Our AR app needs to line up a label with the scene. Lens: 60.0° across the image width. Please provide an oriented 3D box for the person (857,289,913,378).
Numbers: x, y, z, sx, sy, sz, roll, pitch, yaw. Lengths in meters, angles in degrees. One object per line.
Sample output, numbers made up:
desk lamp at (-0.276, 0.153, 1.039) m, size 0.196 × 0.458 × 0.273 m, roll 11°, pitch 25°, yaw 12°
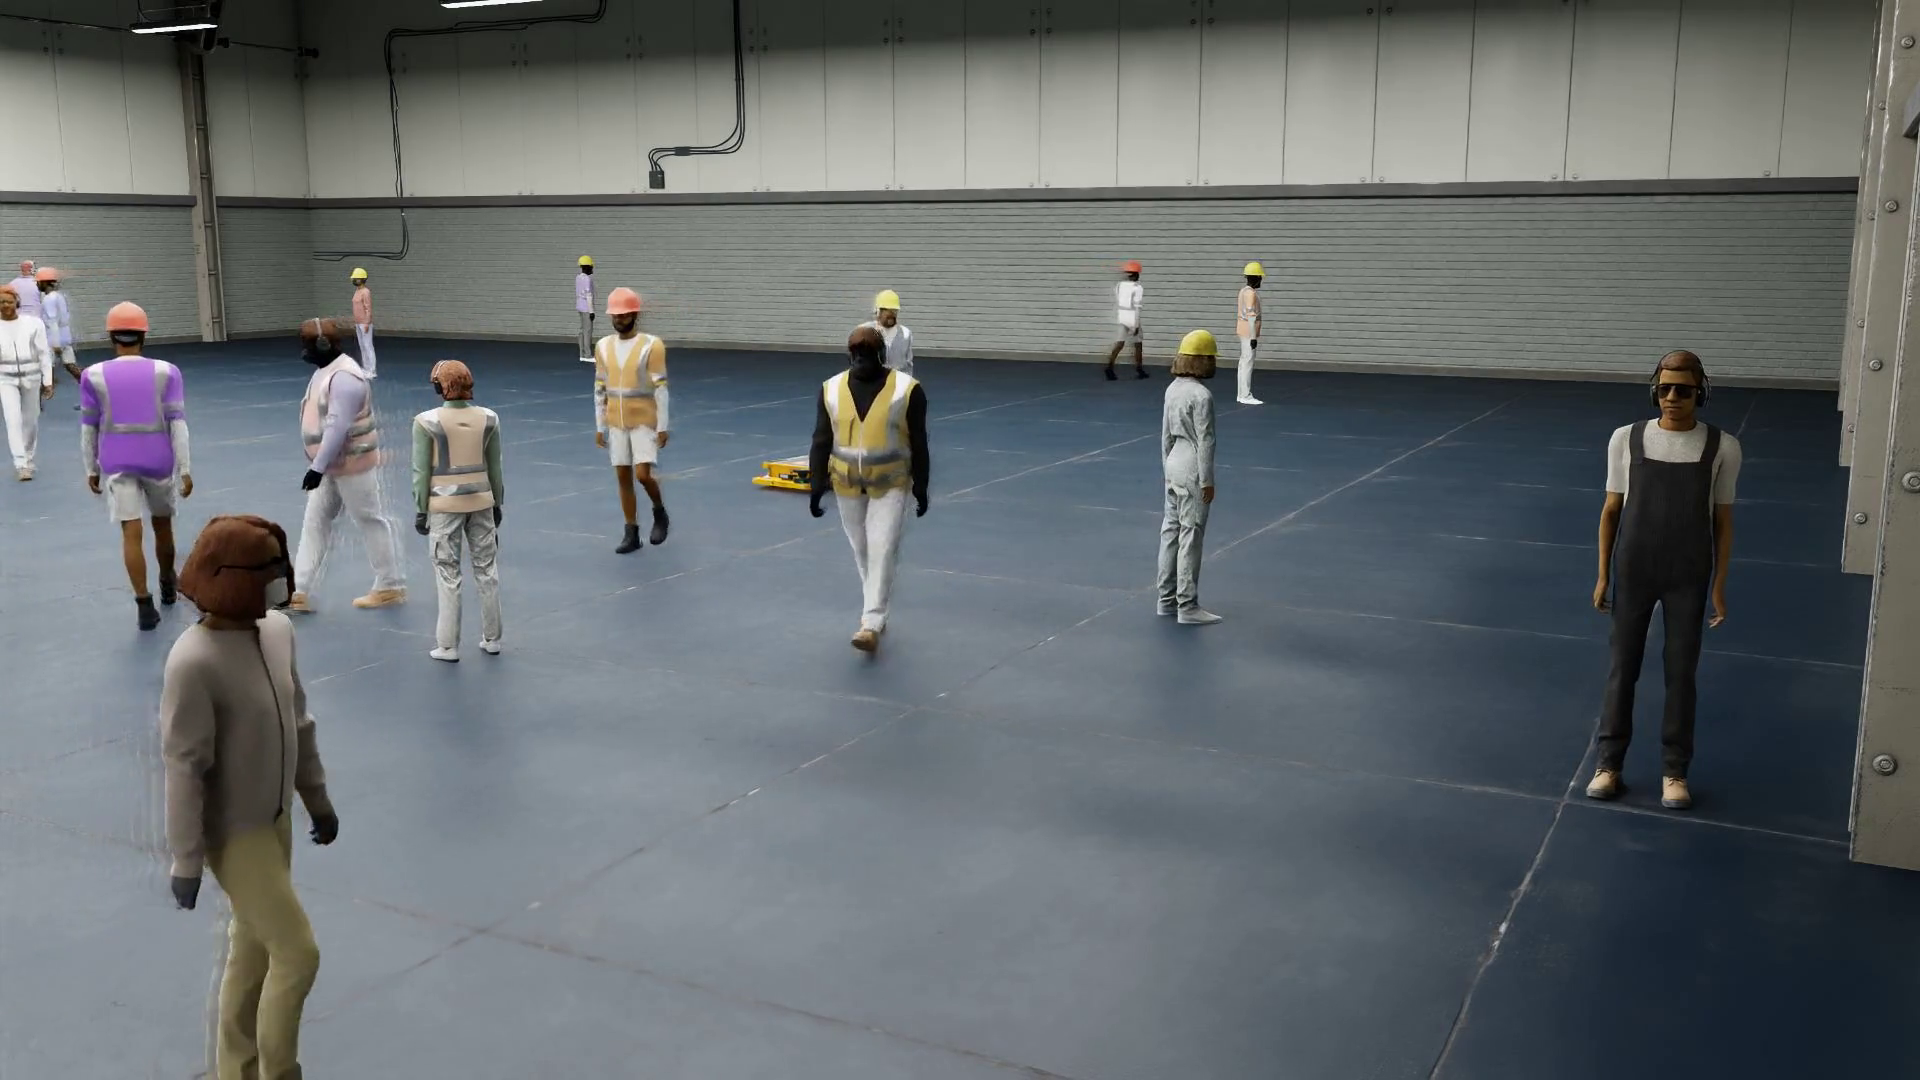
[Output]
person at (-0.723, -1.439, 15.550) m, size 0.592 × 1.804 × 0.808 m, roll -3°, pitch 11°, yaw -17°

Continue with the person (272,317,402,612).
person at (-3.858, -0.435, 10.068) m, size 0.908 × 1.792 × 0.614 m, roll -8°, pitch 13°, yaw -37°

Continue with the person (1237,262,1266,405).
person at (3.965, -2.814, 22.698) m, size 0.363 × 1.927 × 0.587 m, roll 0°, pitch 10°, yaw 0°

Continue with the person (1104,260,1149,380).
person at (2.658, -3.486, 26.453) m, size 0.560 × 1.907 × 0.909 m, roll 10°, pitch 14°, yaw 43°

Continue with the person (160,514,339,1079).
person at (-1.713, 0.733, 4.193) m, size 0.517 × 1.617 × 0.522 m, roll 1°, pitch 10°, yaw 3°

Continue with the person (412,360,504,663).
person at (-2.706, -0.158, 9.018) m, size 0.512 × 1.635 × 0.311 m, roll -10°, pitch 14°, yaw -43°

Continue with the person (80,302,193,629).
person at (-4.924, -0.465, 9.970) m, size 0.574 × 1.891 × 0.948 m, roll -5°, pitch 11°, yaw -24°

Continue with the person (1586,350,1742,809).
person at (2.830, 0.160, 6.705) m, size 0.506 × 1.847 × 0.343 m, roll 5°, pitch 12°, yaw 25°

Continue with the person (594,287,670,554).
person at (-2.380, -0.856, 12.022) m, size 0.548 × 1.927 × 0.441 m, roll 4°, pitch 11°, yaw 19°

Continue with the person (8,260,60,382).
person at (-14.454, -3.400, 25.957) m, size 0.646 × 1.904 × 0.401 m, roll 0°, pitch 10°, yaw 2°

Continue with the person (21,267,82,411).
person at (-11.821, -2.608, 21.714) m, size 1.021 × 1.885 × 0.560 m, roll -2°, pitch 11°, yaw -10°

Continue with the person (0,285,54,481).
person at (-9.007, -1.516, 15.888) m, size 0.573 × 1.843 × 0.983 m, roll -7°, pitch 13°, yaw -35°

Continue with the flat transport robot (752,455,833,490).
flat transport robot at (-1.209, -0.665, 15.496) m, size 0.652 × 0.197 × 1.431 m, roll 8°, pitch 13°, yaw 36°

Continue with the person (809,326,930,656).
person at (-0.531, -0.277, 9.229) m, size 0.651 × 1.791 × 0.955 m, roll 3°, pitch 11°, yaw 15°

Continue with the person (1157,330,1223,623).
person at (1.387, -0.378, 9.923) m, size 0.325 × 1.740 × 0.492 m, roll -4°, pitch 11°, yaw -21°

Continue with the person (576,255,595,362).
person at (-6.775, -4.195, 30.220) m, size 0.364 × 1.930 × 0.588 m, roll -6°, pitch 12°, yaw -31°

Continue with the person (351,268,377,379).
person at (-9.606, -3.475, 26.738) m, size 0.305 × 1.772 × 0.525 m, roll -9°, pitch 14°, yaw -39°
